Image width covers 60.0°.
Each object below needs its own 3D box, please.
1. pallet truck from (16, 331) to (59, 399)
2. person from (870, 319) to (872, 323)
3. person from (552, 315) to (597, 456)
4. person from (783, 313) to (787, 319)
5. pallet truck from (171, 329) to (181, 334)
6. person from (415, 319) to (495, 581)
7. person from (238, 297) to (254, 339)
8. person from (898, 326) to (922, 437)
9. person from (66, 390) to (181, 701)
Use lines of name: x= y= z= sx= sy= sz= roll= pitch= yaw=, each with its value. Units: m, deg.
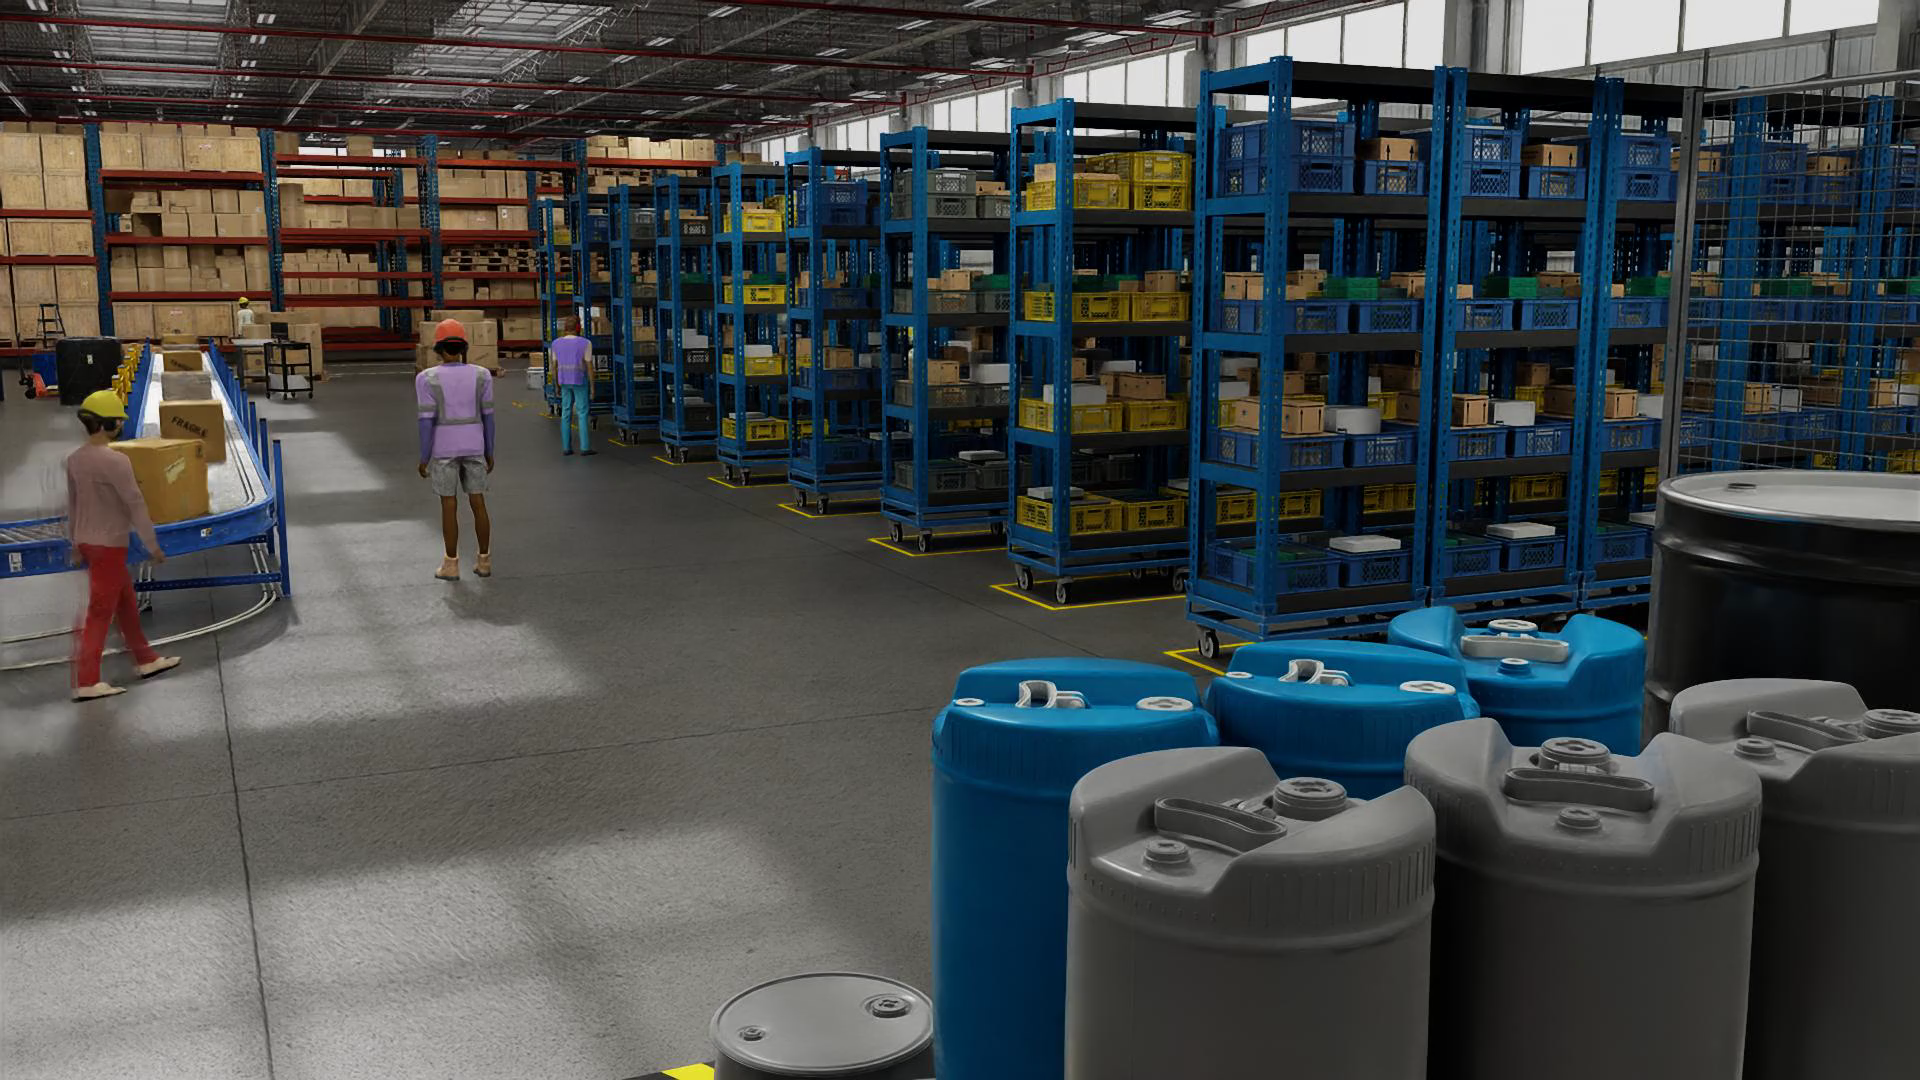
pallet truck: x=-17.082 y=-3.353 z=31.781 sx=1.630 sy=1.274 sz=0.653 roll=-4 pitch=10 yaw=-25
person: x=-2.836 y=-6.236 z=48.633 sx=0.541 sy=1.628 sz=0.368 roll=3 pitch=10 yaw=19
person: x=-5.063 y=-2.020 z=21.818 sx=0.571 sy=1.843 sz=0.373 roll=2 pitch=9 yaw=12
person: x=-4.741 y=-6.044 z=46.457 sx=0.625 sy=1.958 sz=0.995 roll=6 pitch=11 yaw=32
pallet truck: x=-17.275 y=-3.851 z=35.096 sx=1.601 sy=1.201 sz=0.680 roll=0 pitch=9 yaw=1
person: x=-3.946 y=-0.701 z=13.024 sx=0.605 sy=2.045 sz=0.377 roll=-6 pitch=11 yaw=-35
person: x=-18.272 y=-5.321 z=42.547 sx=0.312 sy=1.768 sz=0.522 roll=3 pitch=10 yaw=16
person: x=-0.568 y=-1.598 z=19.225 sx=0.404 sy=1.836 sz=0.600 roll=2 pitch=9 yaw=12
person: x=-4.787 y=0.015 z=9.554 sx=0.529 sy=1.737 sz=0.815 roll=6 pitch=11 yaw=34
